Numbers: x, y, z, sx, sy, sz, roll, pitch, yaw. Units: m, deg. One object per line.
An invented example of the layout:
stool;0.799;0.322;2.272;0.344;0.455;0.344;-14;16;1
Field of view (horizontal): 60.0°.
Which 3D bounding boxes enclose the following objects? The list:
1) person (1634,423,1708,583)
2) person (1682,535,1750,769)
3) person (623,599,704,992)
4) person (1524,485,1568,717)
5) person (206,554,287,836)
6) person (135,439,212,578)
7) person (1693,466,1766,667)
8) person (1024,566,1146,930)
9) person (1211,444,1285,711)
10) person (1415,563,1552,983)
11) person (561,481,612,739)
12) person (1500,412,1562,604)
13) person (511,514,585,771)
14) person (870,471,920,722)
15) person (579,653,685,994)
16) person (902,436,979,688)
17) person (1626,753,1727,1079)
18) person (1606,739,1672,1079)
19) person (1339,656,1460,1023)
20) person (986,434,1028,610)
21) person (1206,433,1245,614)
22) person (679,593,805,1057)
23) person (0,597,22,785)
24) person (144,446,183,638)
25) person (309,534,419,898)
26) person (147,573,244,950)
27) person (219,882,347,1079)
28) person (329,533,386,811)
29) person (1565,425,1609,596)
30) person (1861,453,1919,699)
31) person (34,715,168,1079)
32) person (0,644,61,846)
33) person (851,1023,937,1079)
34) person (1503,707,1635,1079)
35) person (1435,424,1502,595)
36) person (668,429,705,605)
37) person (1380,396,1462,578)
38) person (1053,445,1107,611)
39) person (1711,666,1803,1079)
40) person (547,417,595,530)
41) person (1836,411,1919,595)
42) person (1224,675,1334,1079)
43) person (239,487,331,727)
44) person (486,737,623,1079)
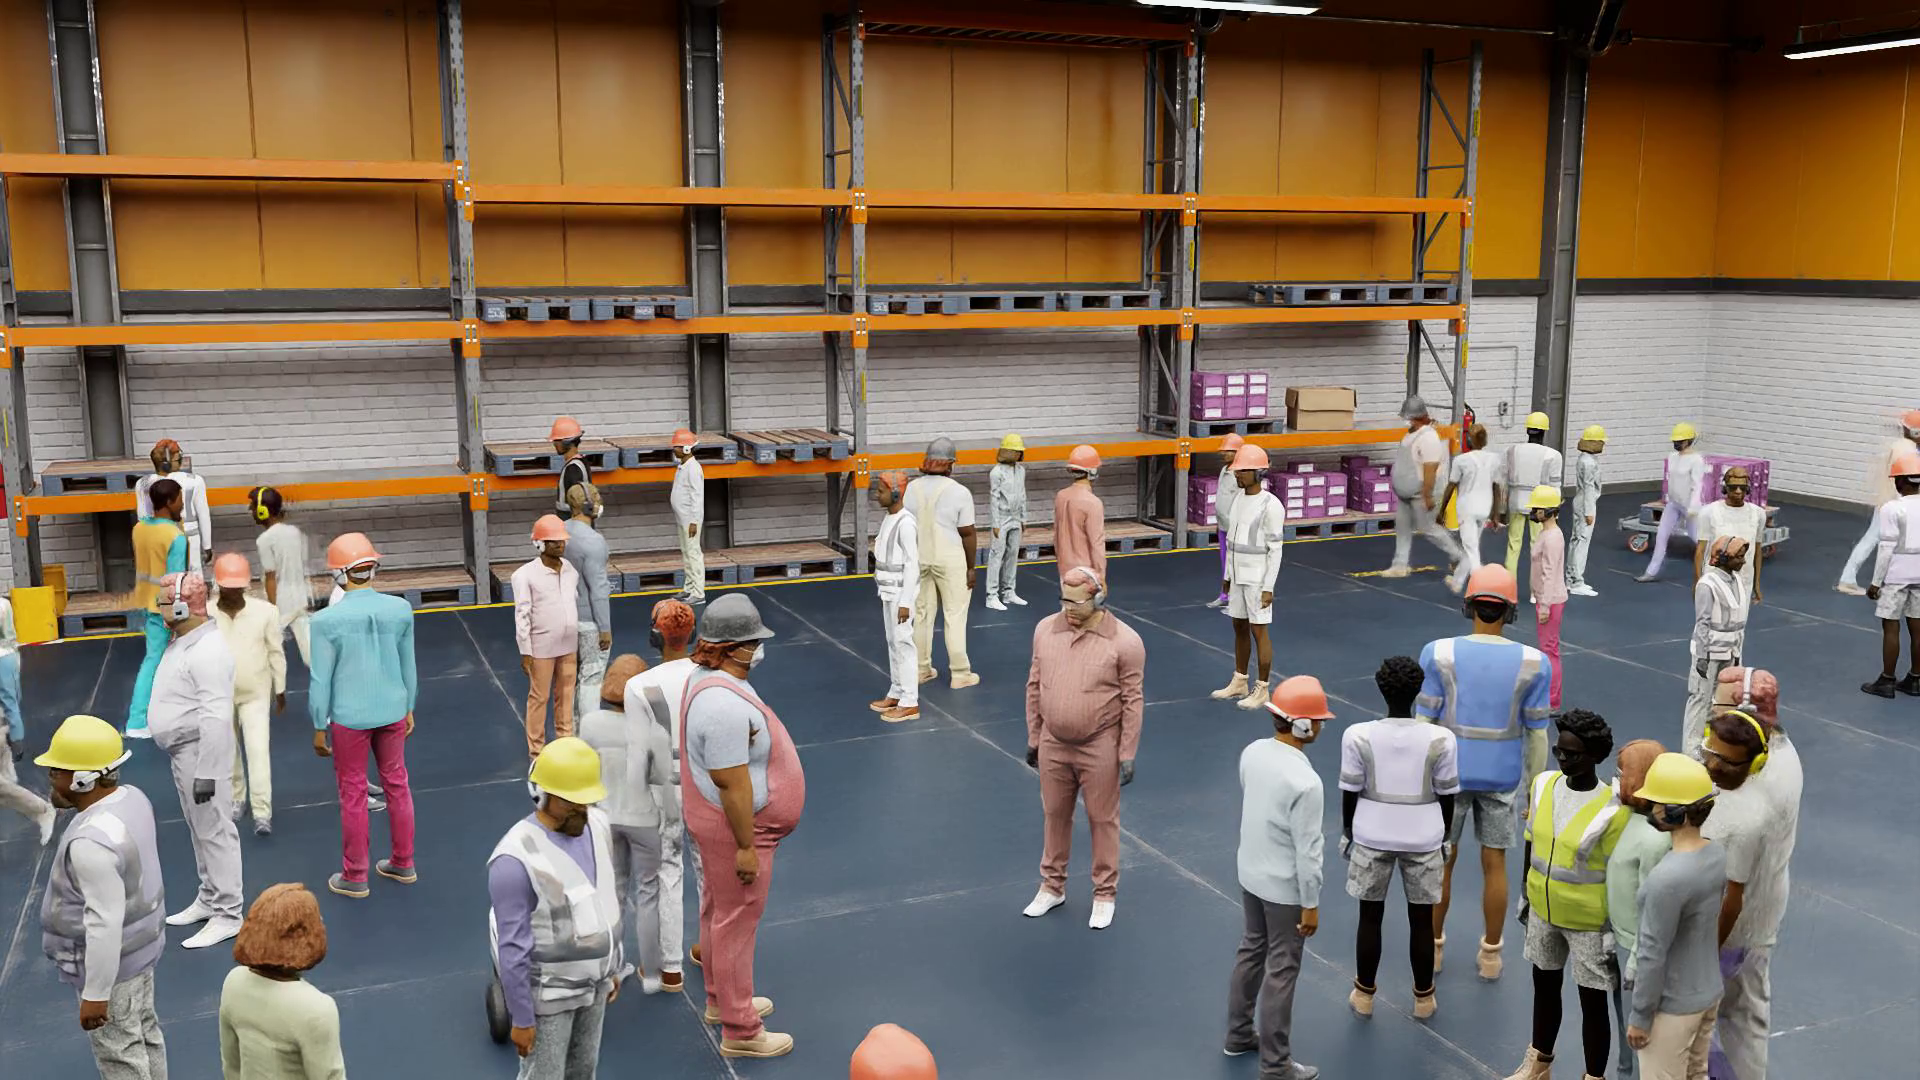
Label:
person;7.658;-0.385;17.593;0.924;1.711;0.530;-4;10;-20
person;5.067;0.773;11.143;0.514;1.634;0.312;-7;12;-36
person;-1.339;1.206;7.921;0.575;1.882;0.355;-9;13;-41
person;4.413;0.459;12.593;0.349;1.759;0.522;3;10;15
person;-4.369;0.930;10.007;0.597;1.701;0.896;-4;10;-20
person;-6.858;0.053;14.563;0.576;1.883;0.355;-3;10;-19
person;6.023;0.336;13.040;0.520;1.844;0.331;1;10;6
person;0.620;1.070;8.658;0.636;1.902;0.404;5;11;27
person;2.212;0.284;12.771;0.377;2.045;0.605;-5;11;-26
person;2.492;1.119;8.010;0.615;2.030;0.409;2;10;13
person;-2.594;0.556;11.502;0.352;1.938;0.635;-8;13;-39
person;5.694;-0.319;16.621;0.589;1.919;0.399;6;11;31
person;-2.739;0.697;11.211;0.318;1.756;0.559;7;12;36
person;-0.476;0.415;12.475;0.340;1.882;0.586;-3;10;-16
person;-1.551;1.341;7.873;0.504;1.635;0.279;4;11;21
person;-0.133;0.169;13.440;0.683;2.000;0.538;5;11;29
person;2.516;1.618;5.912;0.517;1.758;0.337;-9;13;-43
person;2.639;1.572;6.526;0.288;1.634;0.499;2;10;11
person;1.985;1.363;7.564;0.530;1.692;0.321;2;10;12
person;0.487;-0.181;16.352;0.342;1.736;0.484;9;13;41
person;2.632;-0.167;16.185;0.319;1.755;0.573;-3;10;-16
person;-0.953;1.229;7.335;0.538;2.000;0.684;-3;10;-18
person;-6.113;0.916;10.328;0.318;1.630;0.512;9;13;43
person;-6.886;0.085;14.483;0.507;1.845;0.339;8;12;38
person;-3.261;0.950;9.101;0.407;1.987;0.614;8;13;40
person;-3.888;1.103;8.455;0.410;1.906;0.643;-7;12;-35
person;-2.019;1.829;5.042;0.501;1.633;0.284;6;12;31
person;-3.787;0.820;10.501;0.336;1.753;0.573;-3;10;-15
person;6.446;-0.312;17.070;0.321;1.742;0.492;2;10;12
person;7.406;0.283;13.088;0.543;1.934;0.371;-2;10;-10
person;-3.156;1.536;6.151;0.404;1.834;0.601;-2;10;-14
person;-5.478;1.085;9.433;0.531;1.602;0.715;4;11;20
person;-0.140;1.971;3.887;0.564;1.749;0.331;-8;13;-38
person;2.471;1.507;6.721;0.319;1.696;0.532;-6;11;-31
person;5.051;-0.261;16.598;0.519;1.801;0.921;-3;10;-17
person;-2.726;-0.232;16.577;0.330;1.750;0.572;-4;11;-23
person;5.004;-0.585;17.786;0.845;2.000;0.705;-1;10;-7
person;0.969;0.243;13.139;0.376;1.995;0.622;-6;11;-29
person;3.055;1.431;6.563;0.403;1.904;0.652;5;11;29
person;-3.471;-0.081;14.881;0.390;2.039;0.614;-1;10;-8
person;9.491;-0.361;16.831;1.095;1.920;0.633;1;10;6
person;1.383;1.426;7.072;0.373;1.740;0.565;-3;10;-19
person;-4.968;0.507;12.191;1.000;1.803;0.540;2;10;11
person;-1.405;1.580;5.942;0.403;1.819;0.593;4;11;22
